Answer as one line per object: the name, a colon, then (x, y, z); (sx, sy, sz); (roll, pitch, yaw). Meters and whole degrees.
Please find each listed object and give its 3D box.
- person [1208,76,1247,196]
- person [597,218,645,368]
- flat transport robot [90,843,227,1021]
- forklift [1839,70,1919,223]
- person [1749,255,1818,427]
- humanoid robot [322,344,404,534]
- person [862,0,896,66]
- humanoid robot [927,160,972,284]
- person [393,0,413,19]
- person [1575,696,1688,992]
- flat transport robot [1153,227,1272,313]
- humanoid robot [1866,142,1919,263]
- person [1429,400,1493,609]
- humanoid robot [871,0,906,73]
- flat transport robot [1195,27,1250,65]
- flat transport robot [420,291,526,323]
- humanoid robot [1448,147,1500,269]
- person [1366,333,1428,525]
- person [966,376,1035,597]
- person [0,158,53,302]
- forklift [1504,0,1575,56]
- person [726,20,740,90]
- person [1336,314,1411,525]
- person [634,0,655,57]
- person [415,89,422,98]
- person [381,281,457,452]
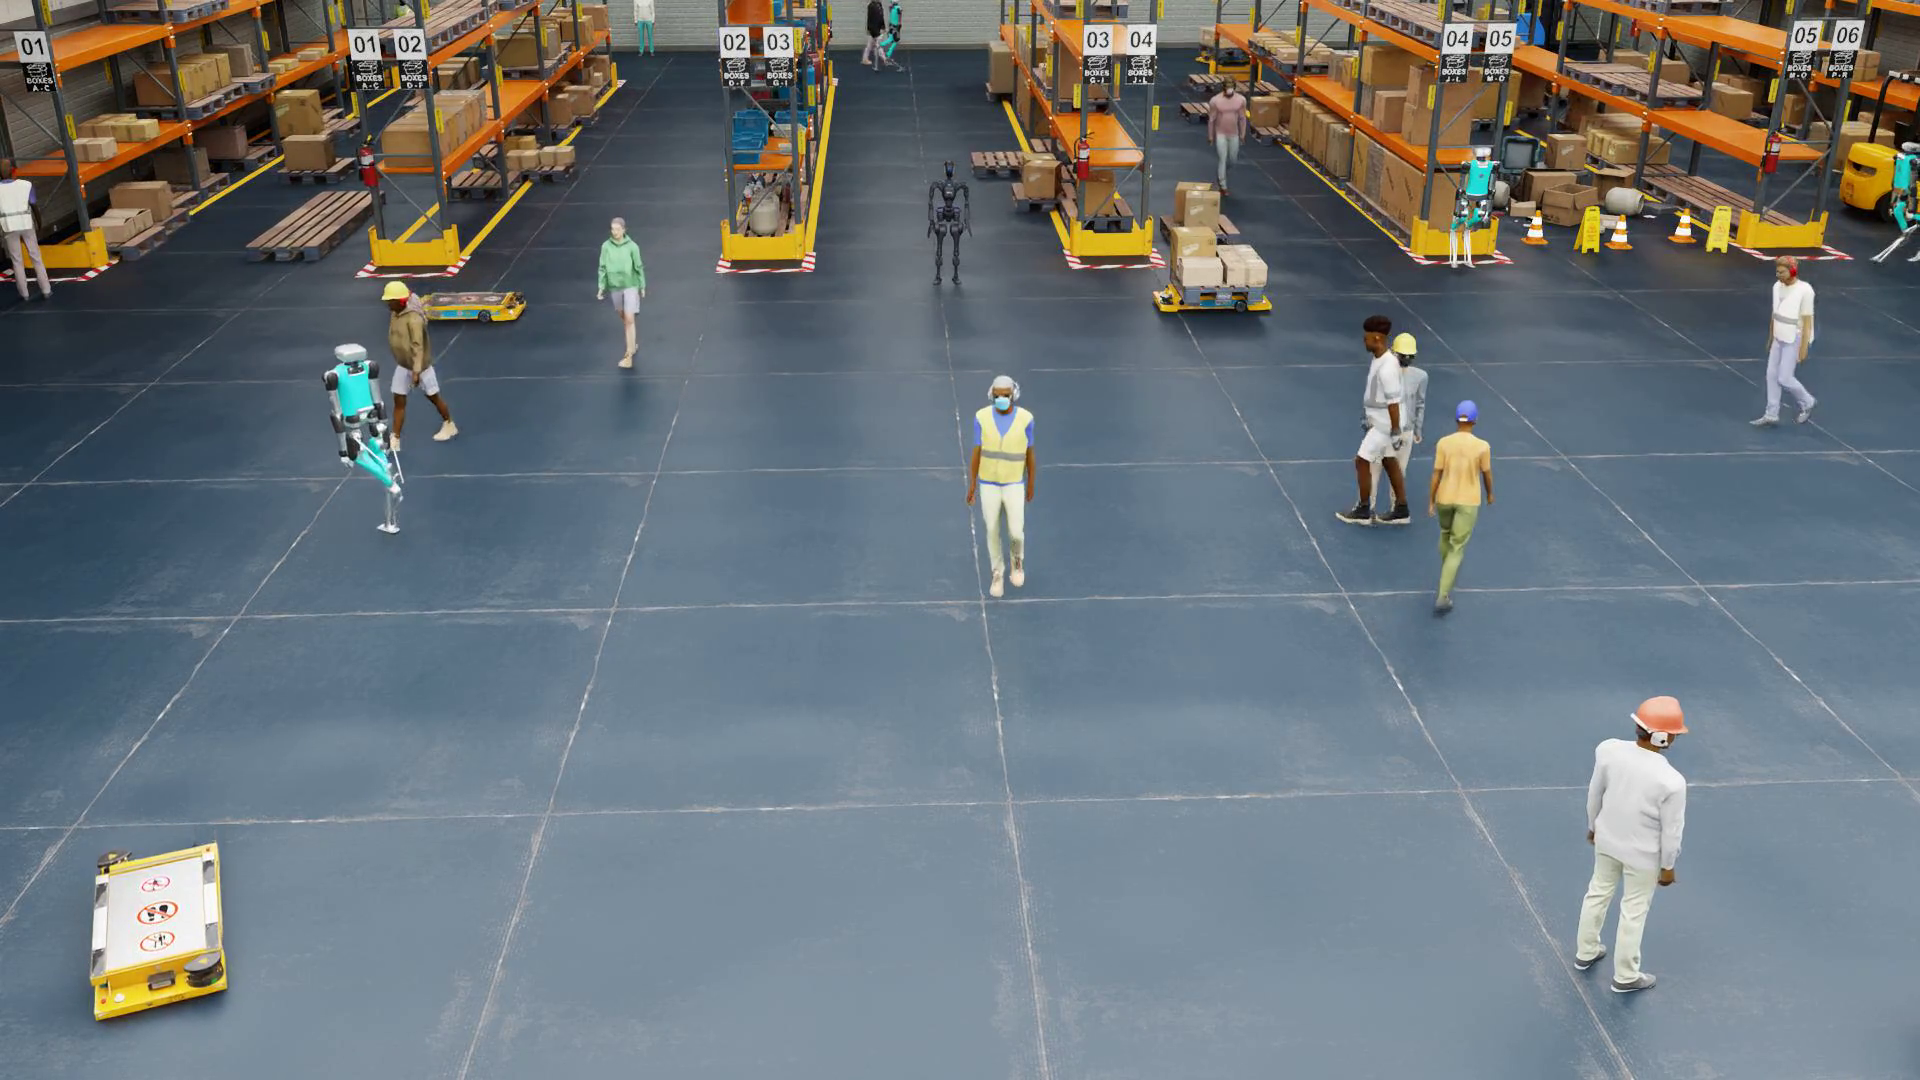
person: (4.398, -6.708, 27.520); (0.635, 1.919, 0.785); (-2, 24, -5)
person: (-3.891, -2.886, 19.198); (0.475, 1.693, 0.905); (3, 24, 8)
flat transport robot: (-4.601, 2.187, 9.558); (0.659, 0.231, 1.431); (-10, 26, -22)
forklift: (15.132, -6.143, 25.915); (2.313, 2.155, 1.214); (-1, 24, -2)
person: (8.580, -2.037, 17.158); (0.617, 1.806, 0.649); (-3, 24, -6)
humanoid robot: (-5.043, -0.781, 14.446); (0.810, 1.801, 0.549); (15, 28, 31)
person: (-2.037, -12.590, 40.887); (1.000, 1.796, 0.553); (10, 26, 21)
humanoid robot: (-0.141, -4.259, 22.294); (0.599, 1.657, 0.315); (-1, 24, -2)
person: (-13.766, -12.719, 41.294); (0.534, 1.696, 0.318); (-1, 24, -3)
person: (3.644, 1.628, 8.993); (0.336, 1.746, 0.561); (-13, 27, -27)
flat transport robot: (3.261, -3.139, 21.526); (1.431, 0.231, 0.659); (-1, 24, -2)
humanoid robot: (13.312, -4.650, 23.162); (1.006, 1.759, 0.539); (-1, 24, -2)
person: (4.014, -0.308, 13.439); (0.433, 1.666, 0.915); (16, 28, 32)
humanoid robot: (-1.776, -11.980, 39.645); (1.031, 1.777, 0.539); (-12, 27, -25)
flat transport robot: (6.675, -12.058, 41.567); (1.431, 0.231, 0.659); (-8, 25, -17)
flat transport robot: (-6.295, -2.951, 21.104); (1.431, 0.231, 0.659); (-1, 24, -2)
humanoid robot: (6.974, -4.584, 22.803); (0.533, 1.677, 0.735); (-1, 24, -2)
person: (3.878, -0.991, 14.854); (0.524, 1.772, 0.301); (-1, 24, -3)
person: (0.332, -0.438, 13.482); (0.531, 1.874, 0.465); (4, 24, 9)
person: (-12.198, -4.013, 21.554); (0.568, 1.840, 0.373); (-16, 28, -31)
forklift: (14.700, -13.805, 42.301); (1.873, 2.768, 1.129); (-1, 24, -2)
person: (-5.063, -11.162, 37.716); (0.615, 1.758, 0.881); (4, 24, 8)
person: (3.743, -1.047, 14.793); (0.782, 1.917, 0.618); (6, 25, 14)
person: (-8.027, -13.221, 42.333); (0.524, 1.772, 0.301); (-1, 24, -3)
person: (-11.512, -10.196, 35.421); (0.509, 1.865, 0.362); (-1, 24, -3)
person: (-5.481, -1.739, 16.600); (0.556, 1.712, 0.914); (16, 29, 32)
